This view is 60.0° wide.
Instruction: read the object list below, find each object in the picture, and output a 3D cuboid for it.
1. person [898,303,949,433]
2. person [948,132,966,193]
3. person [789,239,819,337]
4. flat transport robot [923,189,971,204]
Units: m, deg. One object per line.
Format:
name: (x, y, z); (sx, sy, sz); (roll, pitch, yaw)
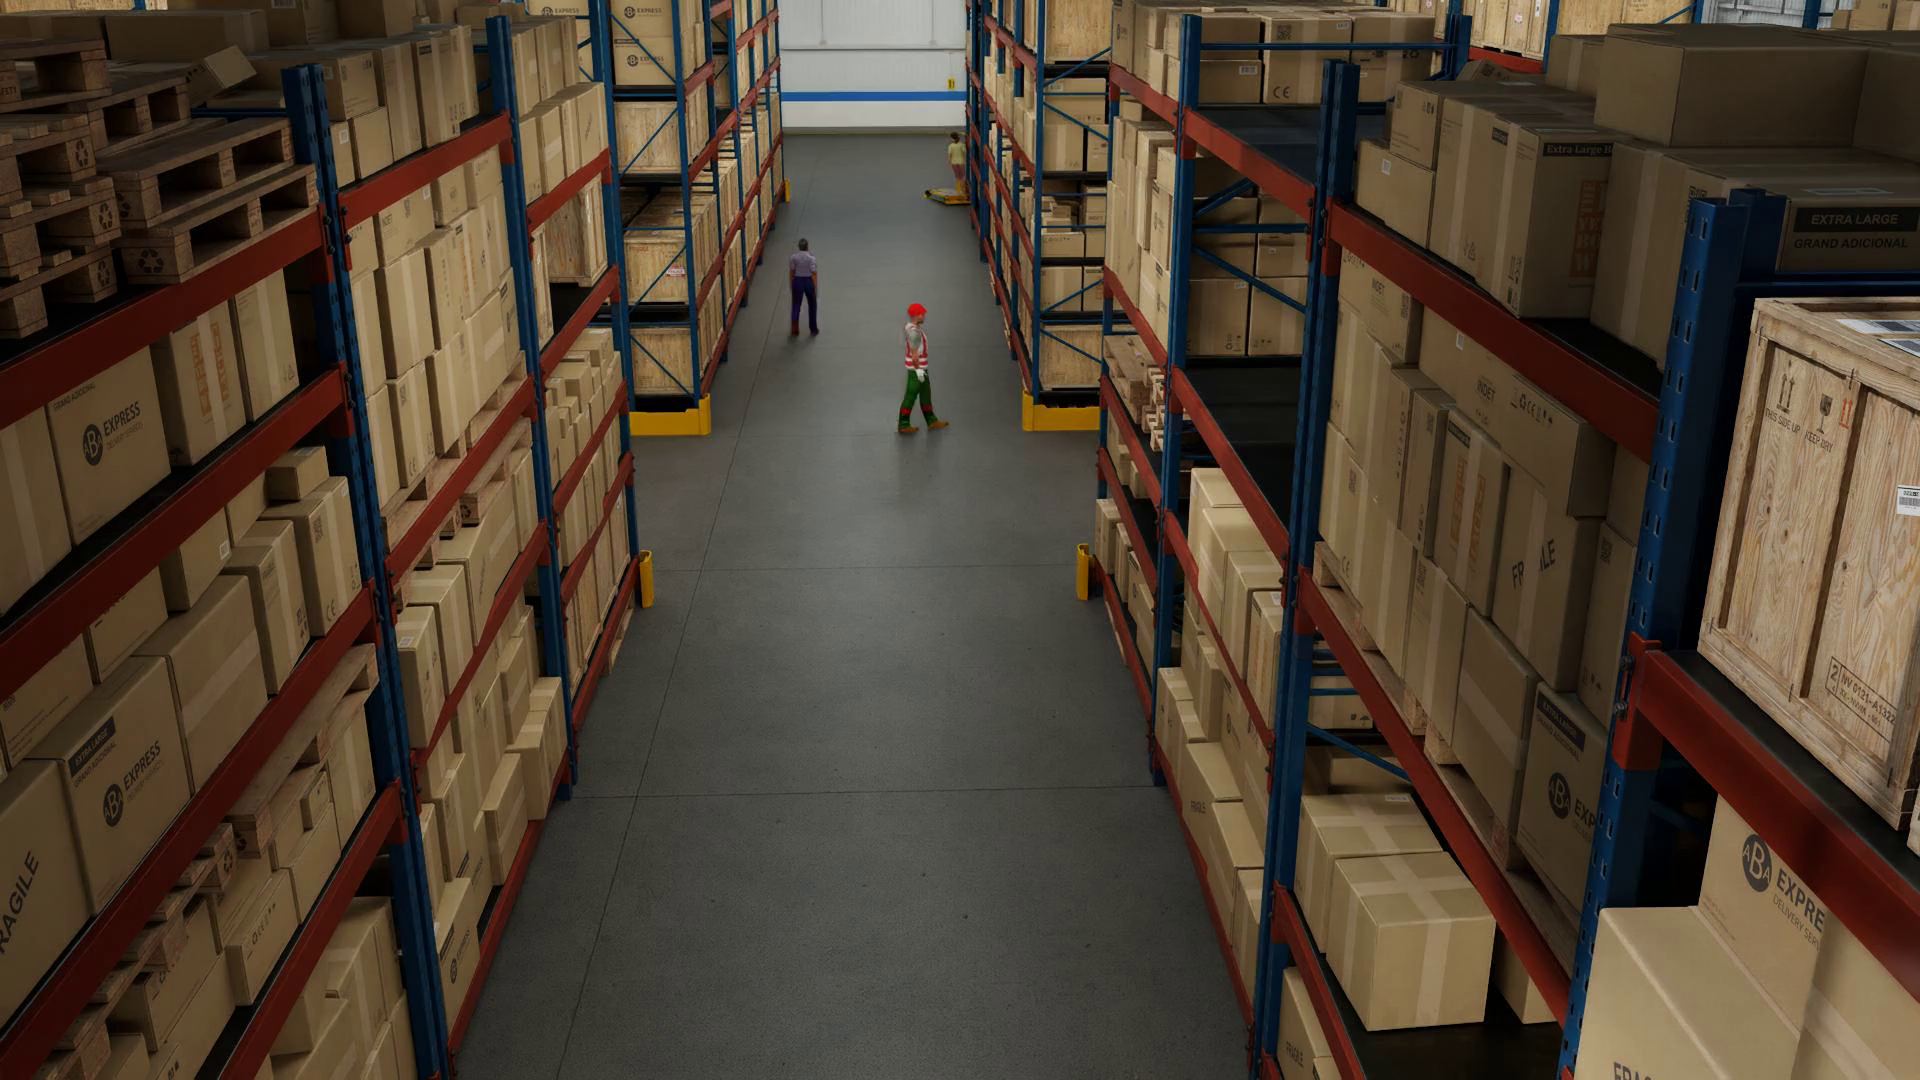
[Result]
person: (-0.506, -2.361, 22.783); (0.721, 1.784, 0.531); (-1, 20, -3)
person: (-0.048, -9.495, 42.122); (0.522, 1.638, 0.603); (0, 20, 1)
person: (-2.641, -4.270, 28.098); (0.492, 1.647, 0.726); (2, 21, 4)
flat transport robot: (-0.297, -8.623, 41.841); (0.659, 0.263, 1.431); (-11, 23, -28)
